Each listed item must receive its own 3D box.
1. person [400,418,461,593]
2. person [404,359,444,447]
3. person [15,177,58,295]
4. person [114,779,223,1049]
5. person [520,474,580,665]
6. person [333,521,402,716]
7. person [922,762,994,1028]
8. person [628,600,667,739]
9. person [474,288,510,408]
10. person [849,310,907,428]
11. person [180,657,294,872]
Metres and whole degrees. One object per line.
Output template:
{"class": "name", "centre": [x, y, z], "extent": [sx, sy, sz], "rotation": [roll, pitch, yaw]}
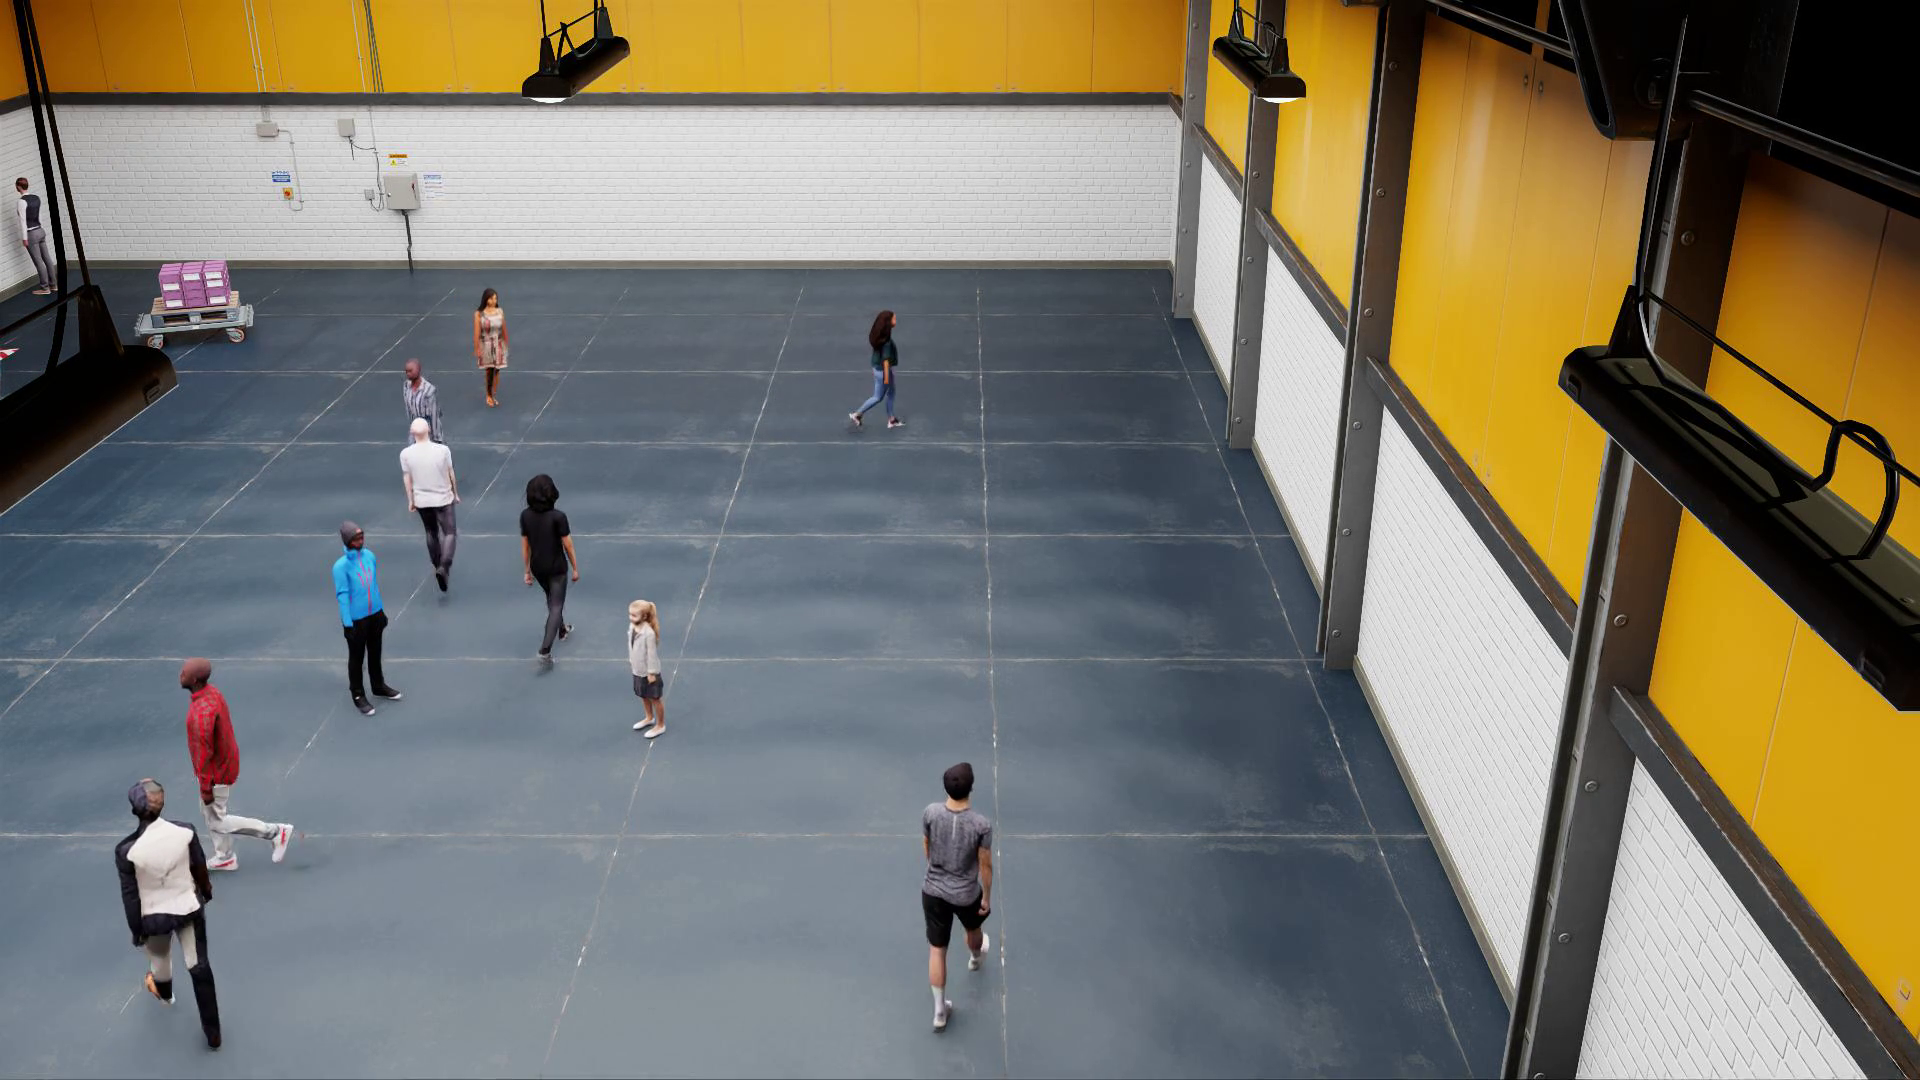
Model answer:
{"class": "person", "centre": [-5.440, -0.358, 17.162], "extent": [0.698, 1.812, 1.089], "rotation": [-2, 24, -5]}
{"class": "person", "centre": [-6.149, -1.287, 19.339], "extent": [0.806, 1.771, 0.824], "rotation": [11, 26, 23]}
{"class": "person", "centre": [-15.525, -5.122, 27.905], "extent": [0.720, 1.937, 0.506], "rotation": [2, 24, 5]}
{"class": "person", "centre": [-5.034, 2.452, 10.682], "extent": [1.109, 1.854, 1.229], "rotation": [-18, 29, -35]}
{"class": "person", "centre": [-3.907, 0.292, 15.688], "extent": [0.793, 1.803, 1.183], "rotation": [4, 24, 10]}
{"class": "person", "centre": [-5.345, 0.663, 14.845], "extent": [0.750, 1.797, 0.620], "rotation": [11, 26, 24]}
{"class": "person", "centre": [-0.078, 2.356, 10.925], "extent": [0.874, 1.836, 1.211], "rotation": [6, 24, 13]}
{"class": "person", "centre": [-2.730, 1.101, 14.496], "extent": [0.658, 1.275, 0.598], "rotation": [-22, 32, -40]}
{"class": "person", "centre": [-6.403, -2.637, 22.611], "extent": [0.806, 1.624, 0.859], "rotation": [-16, 28, -32]}
{"class": "person", "centre": [-1.079, -2.184, 21.615], "extent": [0.817, 1.591, 0.991], "rotation": [-6, 24, -14]}
{"class": "person", "centre": [-5.488, 1.705, 12.457], "extent": [0.911, 1.800, 1.009], "rotation": [-8, 25, -17]}
